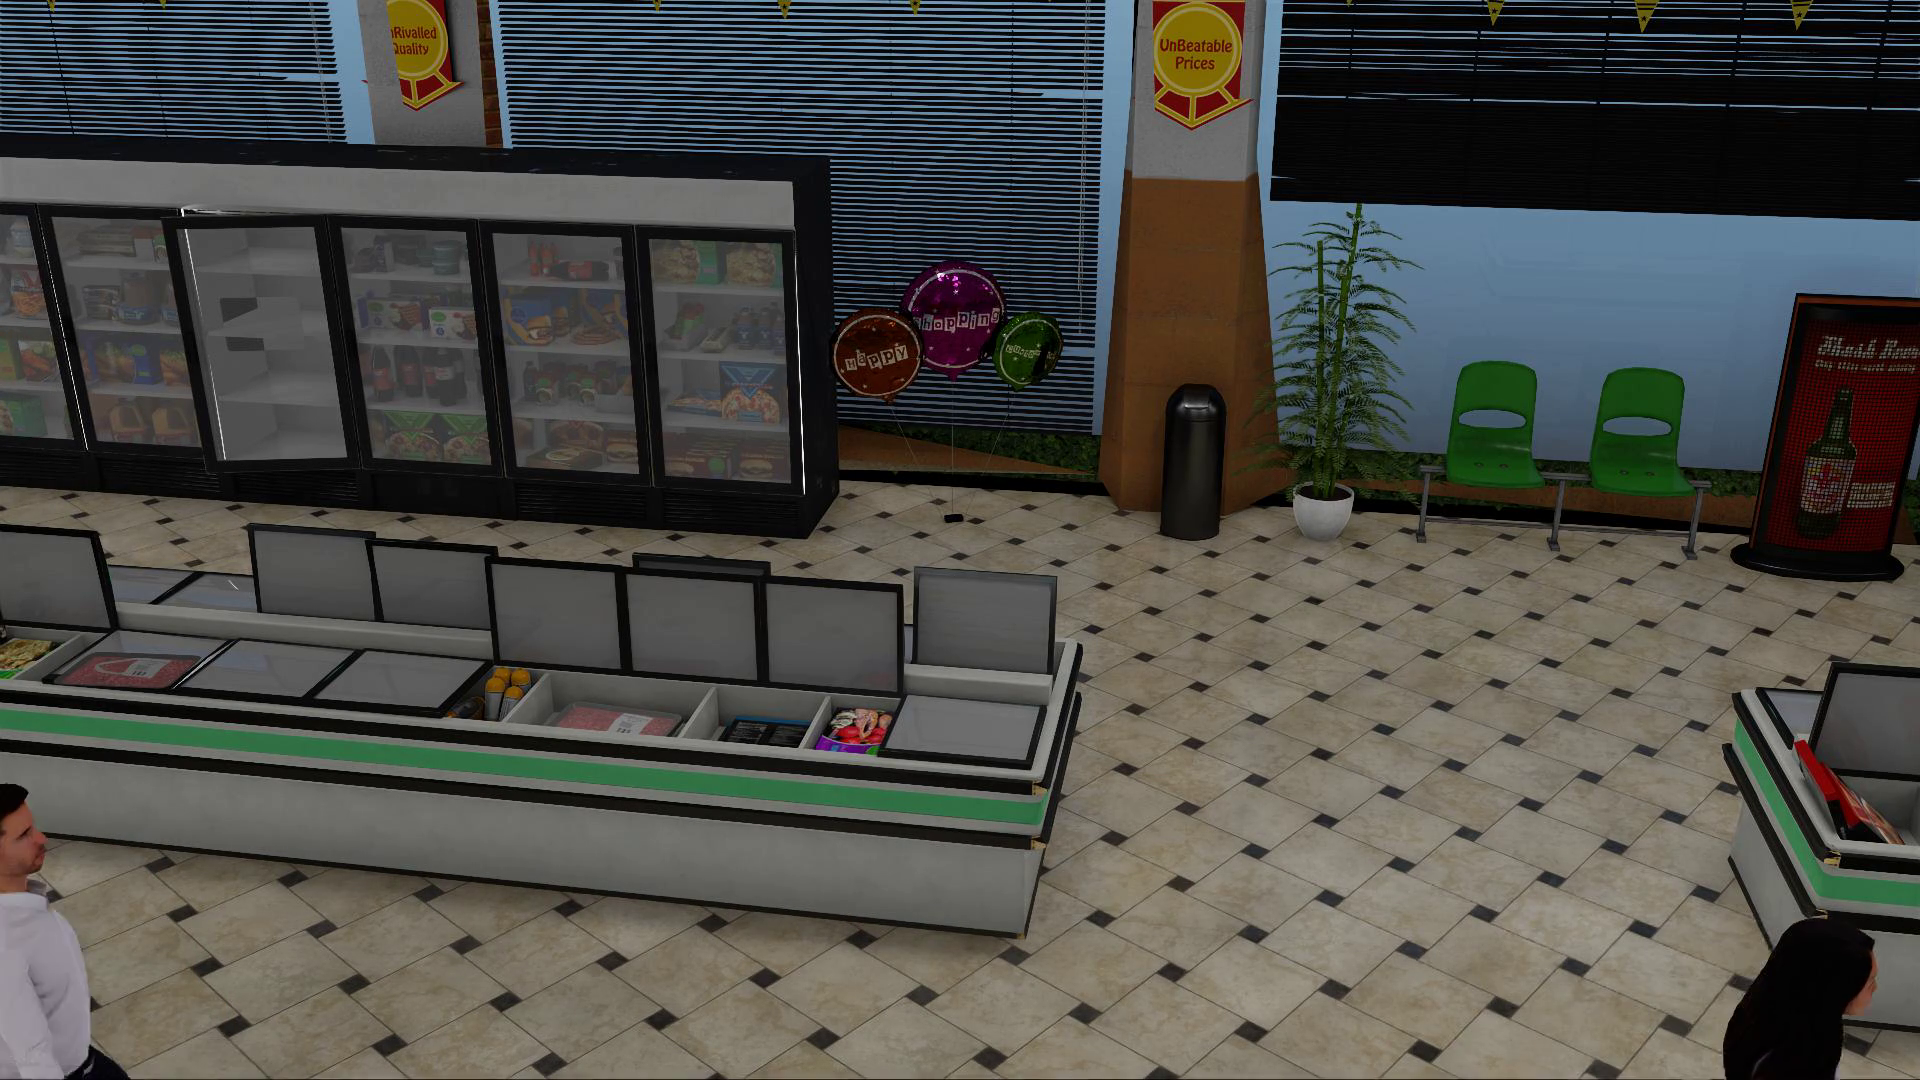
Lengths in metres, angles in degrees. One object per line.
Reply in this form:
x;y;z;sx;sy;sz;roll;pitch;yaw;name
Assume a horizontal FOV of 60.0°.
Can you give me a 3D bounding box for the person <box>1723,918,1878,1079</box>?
1.987;1.687;4.279;0.615;1.689;0.613;3;22;7;person
